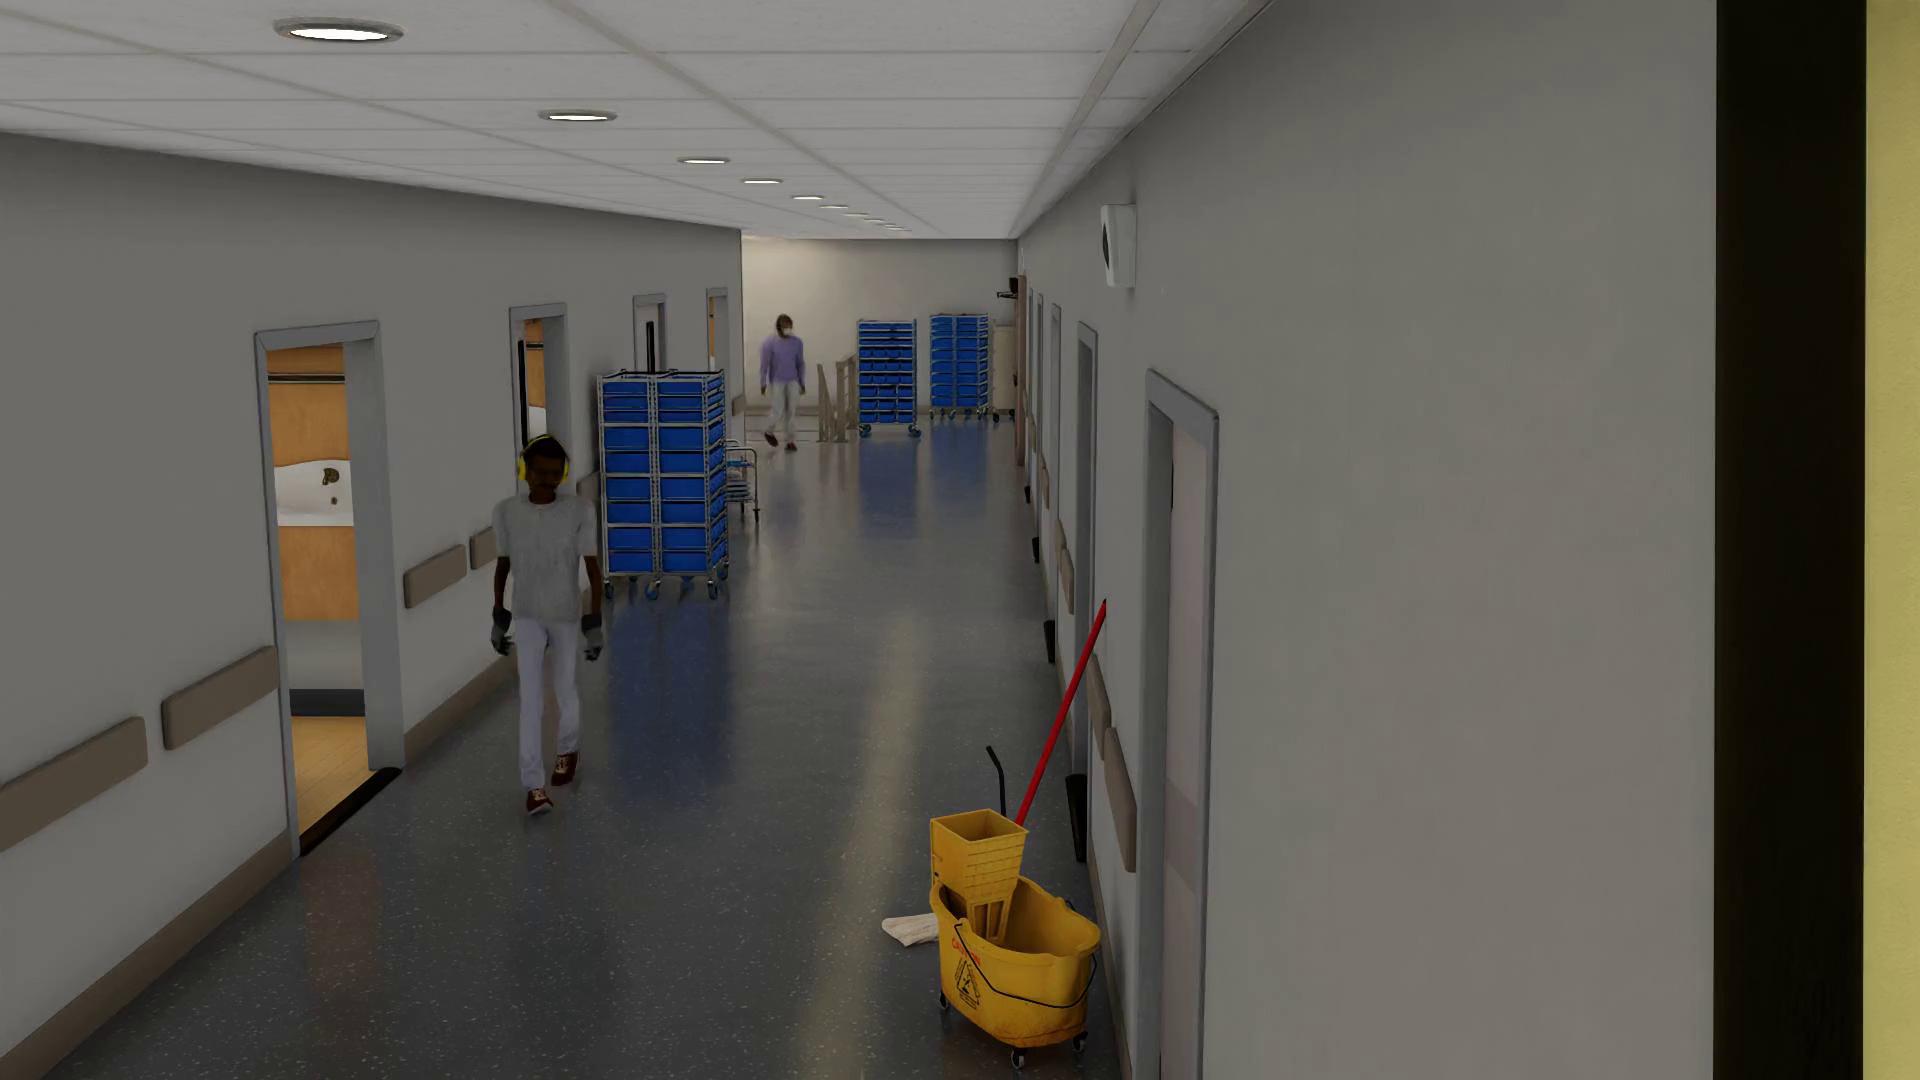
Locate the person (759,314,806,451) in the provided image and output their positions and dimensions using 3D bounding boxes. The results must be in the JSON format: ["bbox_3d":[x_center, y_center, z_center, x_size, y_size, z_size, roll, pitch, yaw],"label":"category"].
[{"bbox_3d":[-2.487,-2.192,23.165,0.671,1.918,0.535,-6,11,-33],"label":"person"}]

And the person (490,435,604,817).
[{"bbox_3d":[-2.003,0.393,8.017,0.561,1.815,1.001,-2,10,-10],"label":"person"}]
